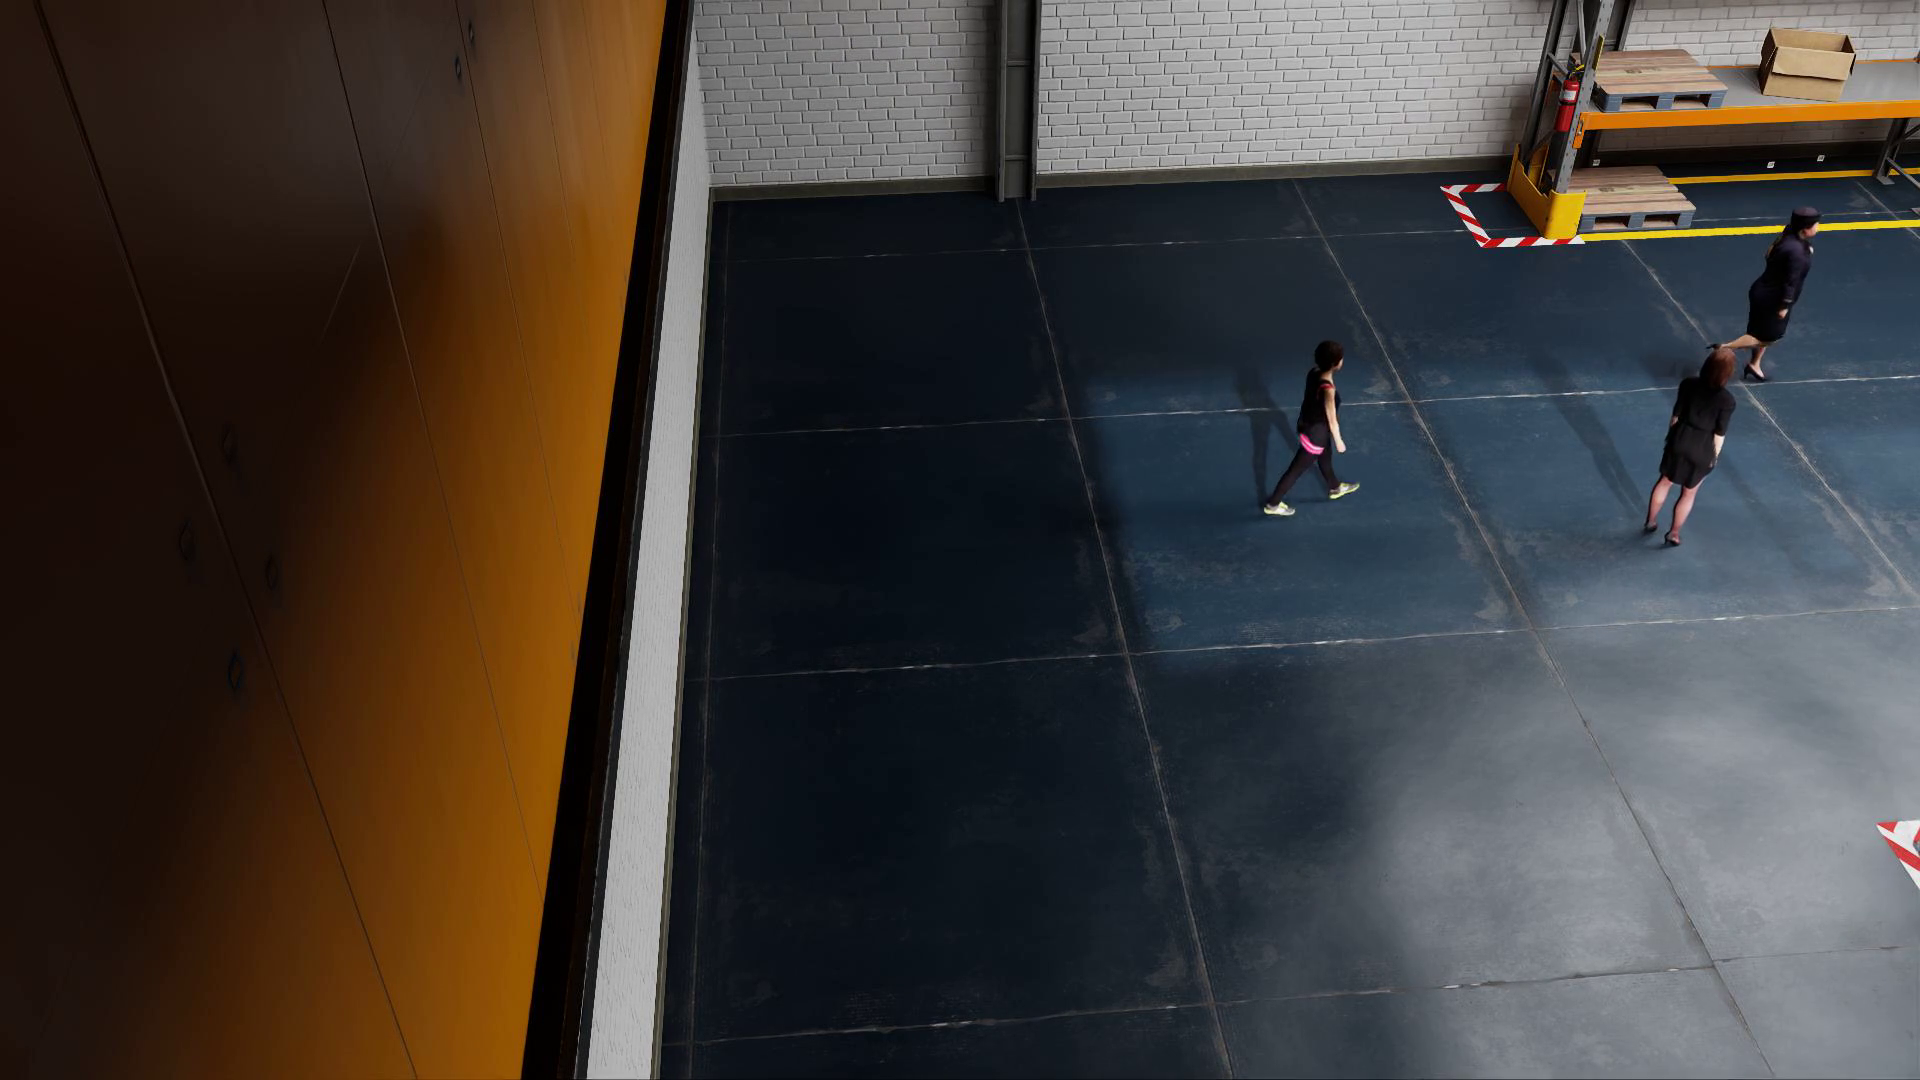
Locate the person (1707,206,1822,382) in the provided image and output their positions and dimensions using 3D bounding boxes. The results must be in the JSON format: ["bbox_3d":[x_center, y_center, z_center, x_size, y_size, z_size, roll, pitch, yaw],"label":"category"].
[{"bbox_3d":[6.888,-2.071,14.239,0.967,1.658,0.865,9,40,12],"label":"person"}]

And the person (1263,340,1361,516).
[{"bbox_3d":[2.652,-0.818,12.789,1.008,1.509,0.549,-3,39,-3],"label":"person"}]

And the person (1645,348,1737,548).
[{"bbox_3d":[5.478,-0.685,12.467,0.672,1.703,0.657,-26,45,-29],"label":"person"}]
